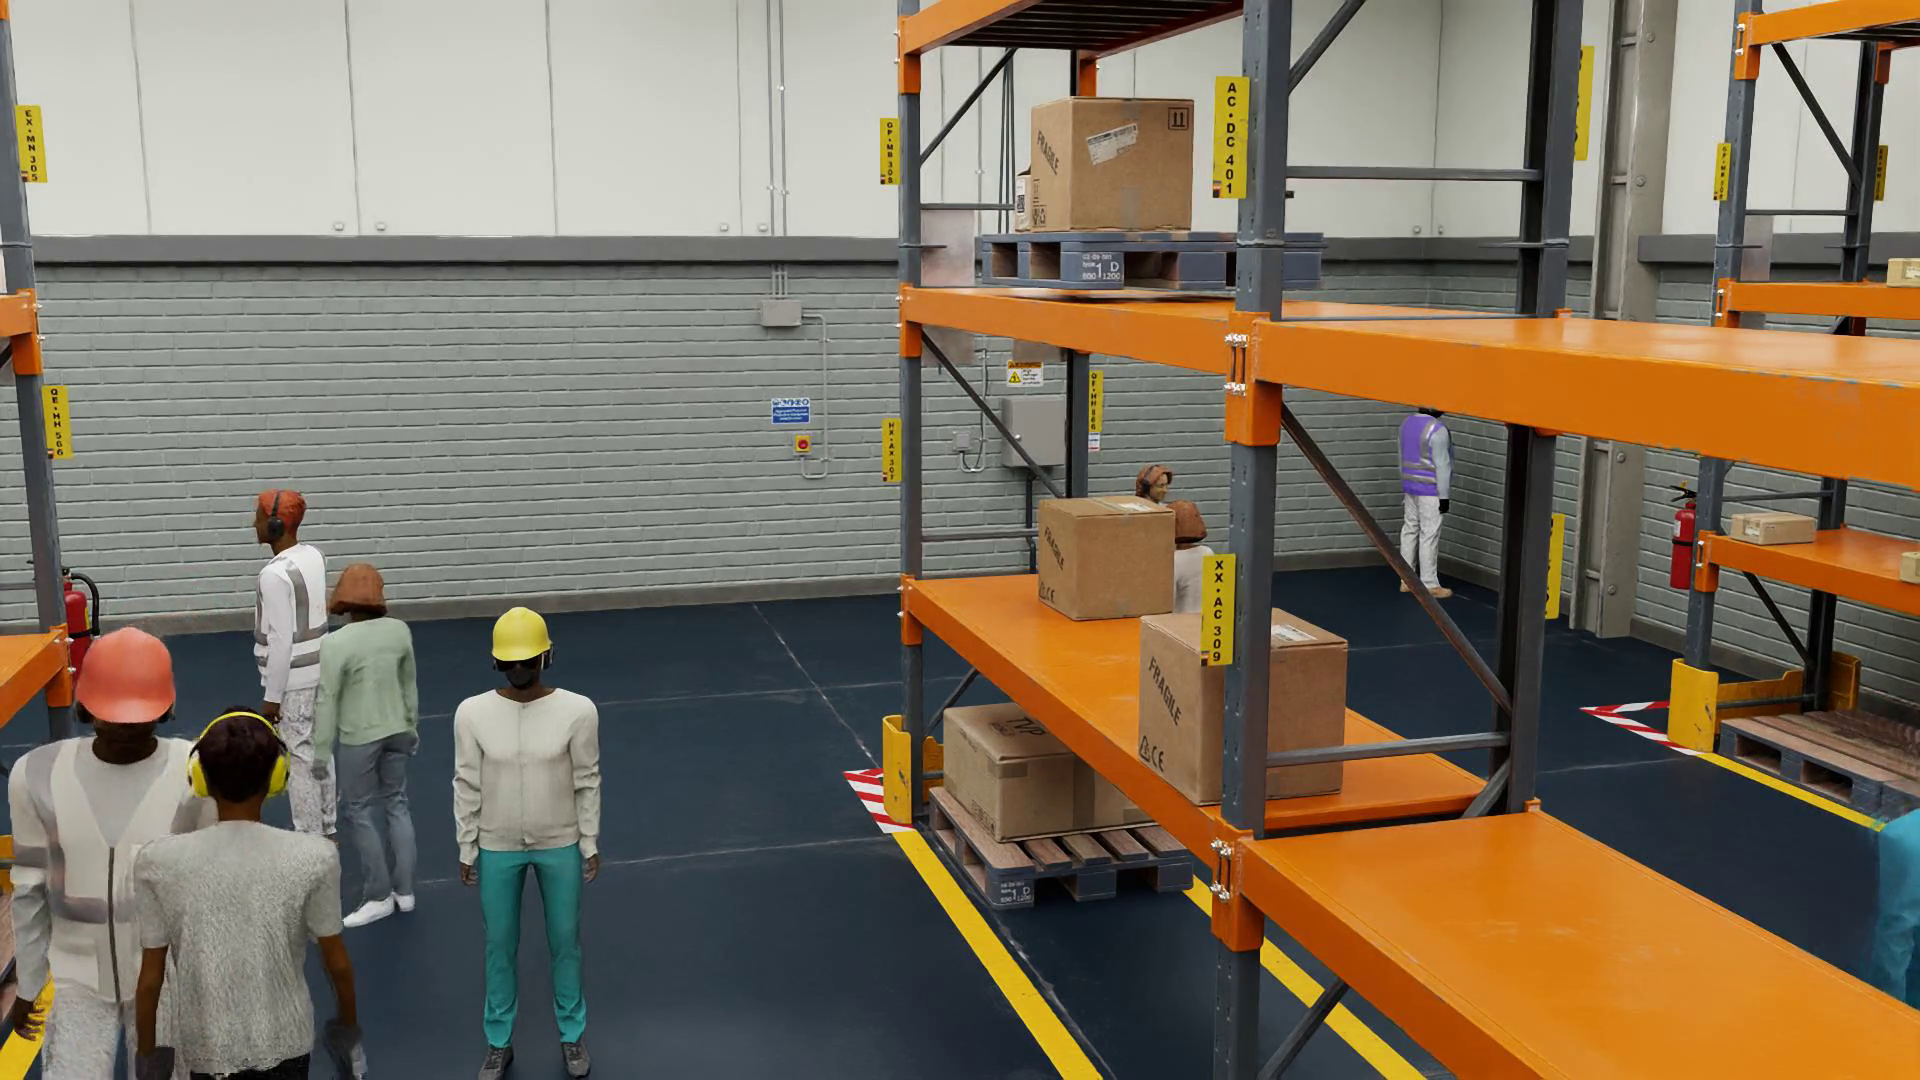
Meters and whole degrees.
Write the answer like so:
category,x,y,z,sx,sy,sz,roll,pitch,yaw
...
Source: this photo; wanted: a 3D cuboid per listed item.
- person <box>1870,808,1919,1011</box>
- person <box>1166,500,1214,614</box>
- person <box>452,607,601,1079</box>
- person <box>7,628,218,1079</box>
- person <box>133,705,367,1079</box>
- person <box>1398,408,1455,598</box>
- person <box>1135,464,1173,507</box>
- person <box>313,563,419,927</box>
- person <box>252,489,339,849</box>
category,x,y,z,sx,sy,sz,roll,pitch,yaw
person,2.921,1.315,4.957,0.563,1.728,0.583,-2,10,-11
person,1.250,0.584,9.405,0.285,1.633,0.498,9,13,40
person,-1.563,1.108,6.043,0.523,1.769,0.309,-2,10,-12
person,-2.327,1.225,4.660,0.647,2.015,0.445,-2,10,-13
person,-1.885,1.344,4.440,0.571,1.850,0.549,-2,10,-14
person,4.086,-0.420,14.539,0.429,1.843,0.627,-4,11,-20
person,1.231,0.318,10.908,0.311,1.636,0.521,5,11,28
person,-2.690,0.917,7.562,0.338,1.621,0.551,6,11,29
person,-3.267,0.680,8.141,0.355,1.885,0.575,0,10,-3
